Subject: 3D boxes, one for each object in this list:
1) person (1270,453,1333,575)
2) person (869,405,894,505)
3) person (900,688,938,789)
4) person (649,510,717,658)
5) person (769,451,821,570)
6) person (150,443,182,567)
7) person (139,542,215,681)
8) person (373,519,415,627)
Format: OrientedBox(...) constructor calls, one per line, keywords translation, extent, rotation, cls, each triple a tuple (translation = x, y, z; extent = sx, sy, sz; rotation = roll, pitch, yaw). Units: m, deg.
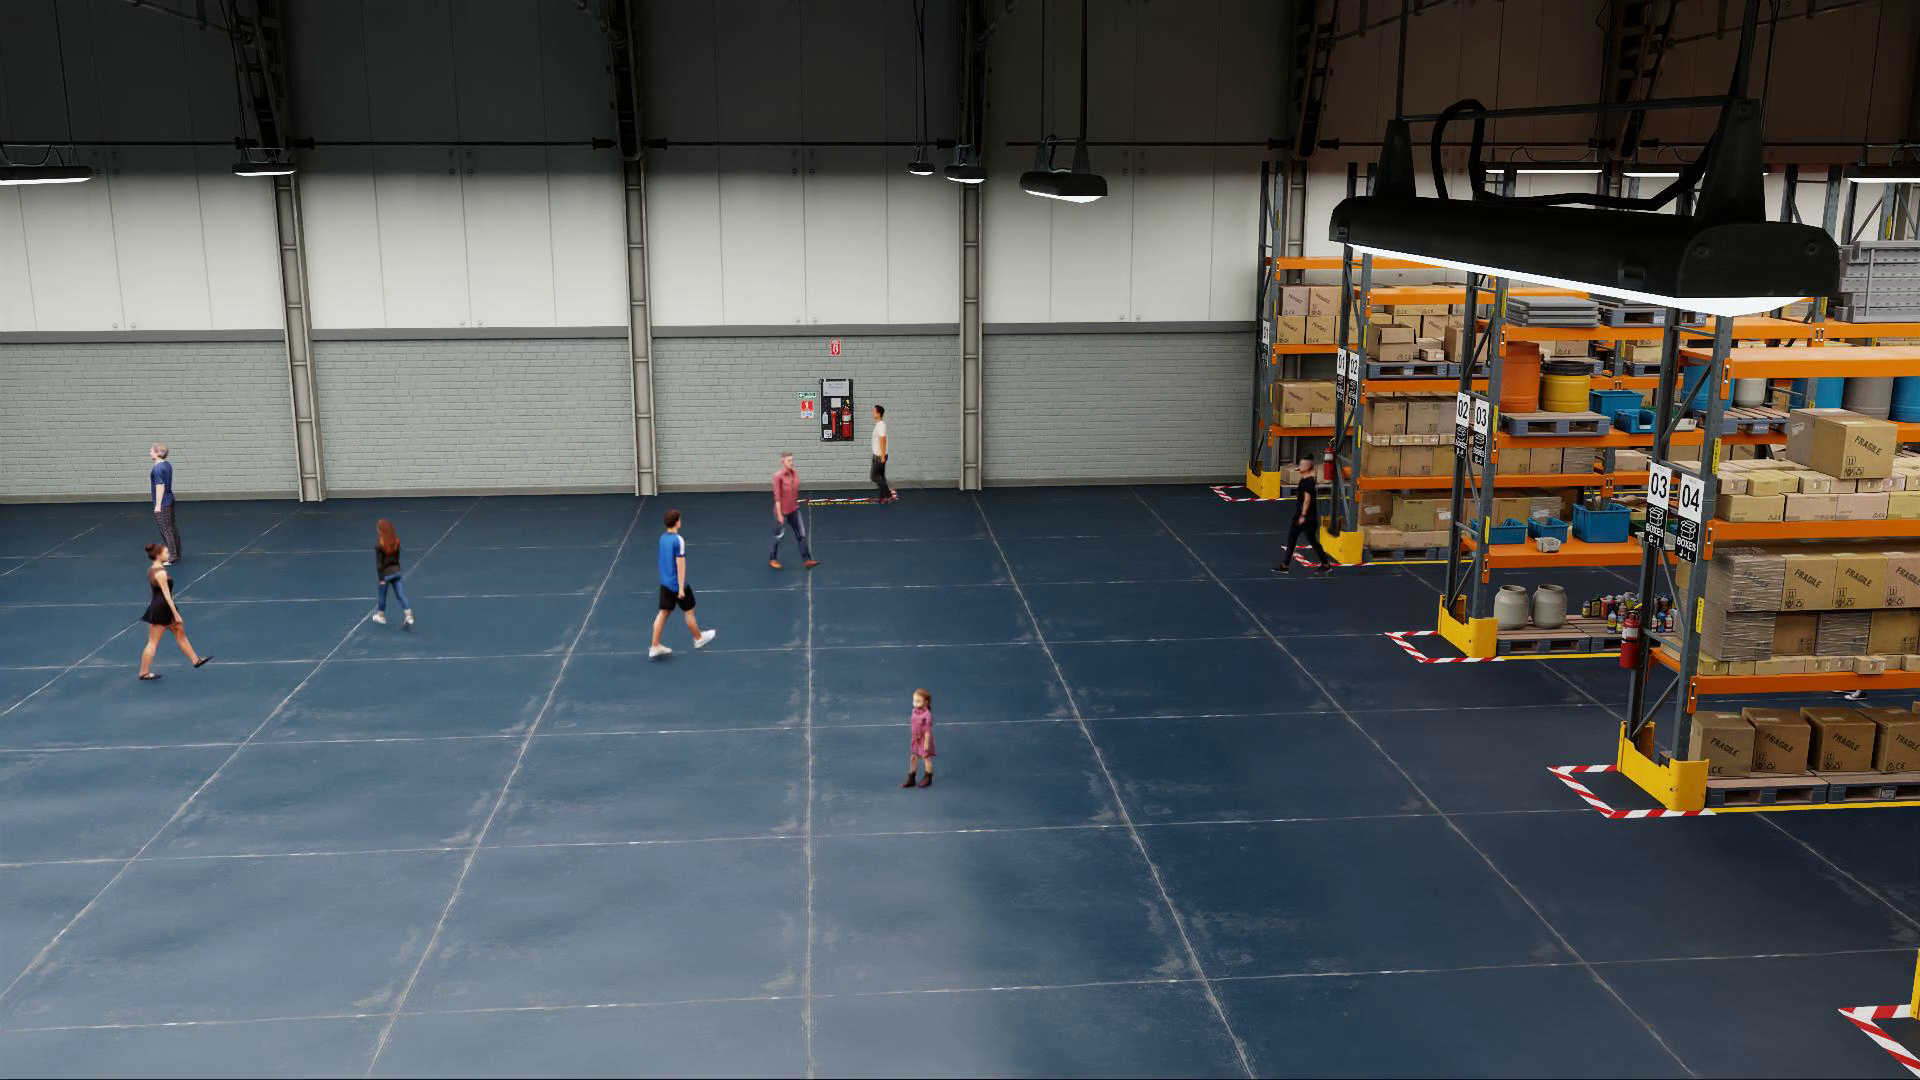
OrientedBox(translation=(5.184, -0.352, 24.535), extent=(1.154, 1.823, 0.730), rotation=(0, 13, 0), cls="person")
OrientedBox(translation=(-1.332, -1.505, 29.588), extent=(0.588, 1.790, 0.634), rotation=(-2, 13, -6), cls="person")
OrientedBox(translation=(-0.337, 1.945, 16.416), extent=(0.608, 1.012, 0.677), rotation=(13, 18, 43), cls="person")
OrientedBox(translation=(-3.612, 0.570, 20.563), extent=(1.214, 1.820, 1.282), rotation=(11, 17, 39), cls="person")
OrientedBox(translation=(-2.669, -0.429, 24.939), extent=(1.237, 1.790, 1.196), rotation=(11, 17, 40), cls="person")
OrientedBox(translation=(-12.114, -0.559, 25.324), extent=(0.552, 1.871, 0.666), rotation=(-2, 13, -8), cls="person")
OrientedBox(translation=(-9.526, 0.875, 19.655), extent=(1.155, 1.634, 0.943), rotation=(-9, 16, -34), cls="person")
OrientedBox(translation=(-7.443, 0.456, 21.872), extent=(1.031, 1.451, 0.959), rotation=(10, 17, 37), cls="person")
